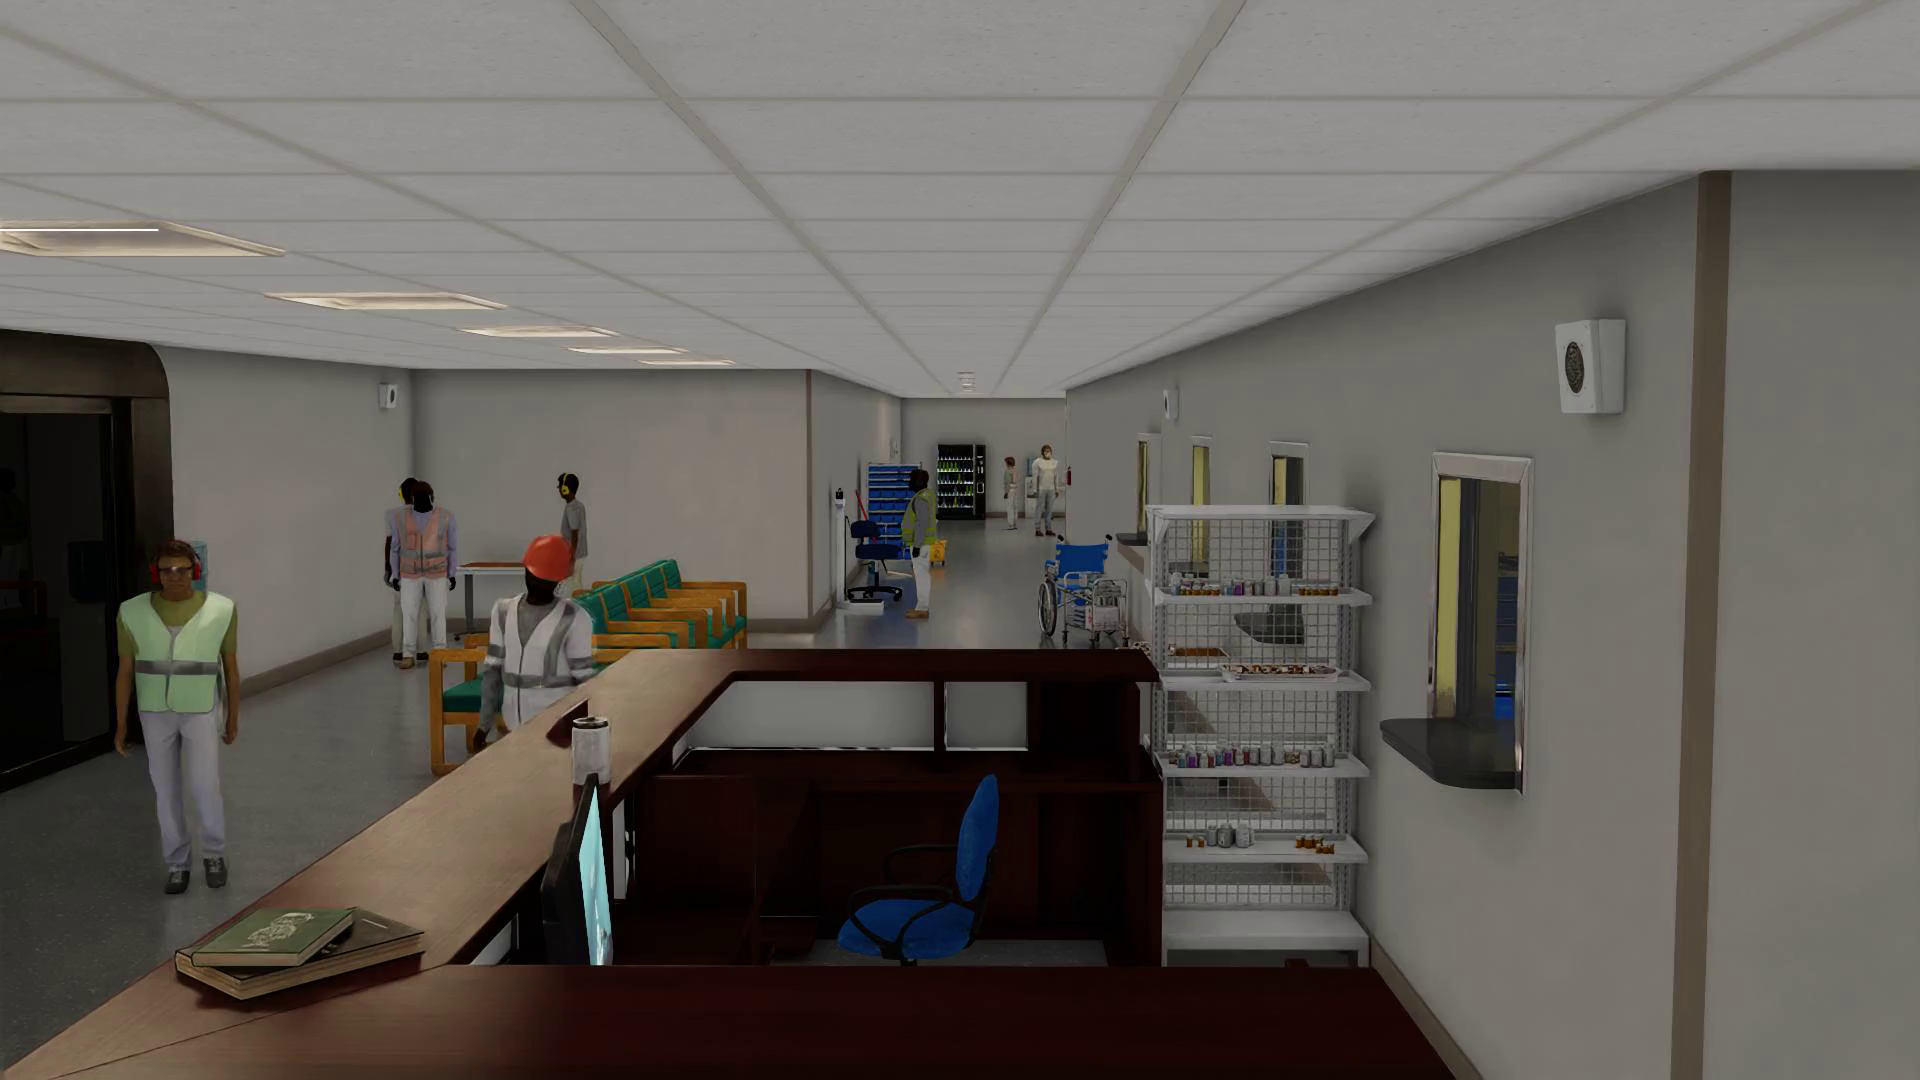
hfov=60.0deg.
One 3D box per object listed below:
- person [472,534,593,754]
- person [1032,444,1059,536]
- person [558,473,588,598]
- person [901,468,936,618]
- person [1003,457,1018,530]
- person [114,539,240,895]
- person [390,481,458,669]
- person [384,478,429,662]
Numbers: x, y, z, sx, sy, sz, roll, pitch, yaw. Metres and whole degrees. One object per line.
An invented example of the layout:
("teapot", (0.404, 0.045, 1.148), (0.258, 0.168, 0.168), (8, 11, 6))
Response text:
("person", (-2.077, 0.889, 8.393), (0.553, 1.876, 0.973), (2, 4, 24))
("person", (1.810, -1.045, 35.048), (0.629, 1.940, 0.376), (-2, 5, -28))
("person", (-4.175, 0.213, 17.910), (0.323, 1.865, 0.518), (0, 4, -4))
("person", (-0.508, 0.043, 20.450), (0.429, 1.846, 0.625), (0, 4, 3))
("person", (1.131, -1.039, 37.063), (0.307, 1.637, 0.512), (2, 4, 23))
("person", (-3.991, 0.905, 8.498), (0.570, 1.825, 0.458), (-1, 4, -16))
("person", (-5.238, 0.342, 16.258), (0.626, 1.843, 0.430), (-1, 4, -12))
("person", (-5.541, 0.302, 16.760), (0.520, 1.857, 0.333), (-1, 4, -11))
